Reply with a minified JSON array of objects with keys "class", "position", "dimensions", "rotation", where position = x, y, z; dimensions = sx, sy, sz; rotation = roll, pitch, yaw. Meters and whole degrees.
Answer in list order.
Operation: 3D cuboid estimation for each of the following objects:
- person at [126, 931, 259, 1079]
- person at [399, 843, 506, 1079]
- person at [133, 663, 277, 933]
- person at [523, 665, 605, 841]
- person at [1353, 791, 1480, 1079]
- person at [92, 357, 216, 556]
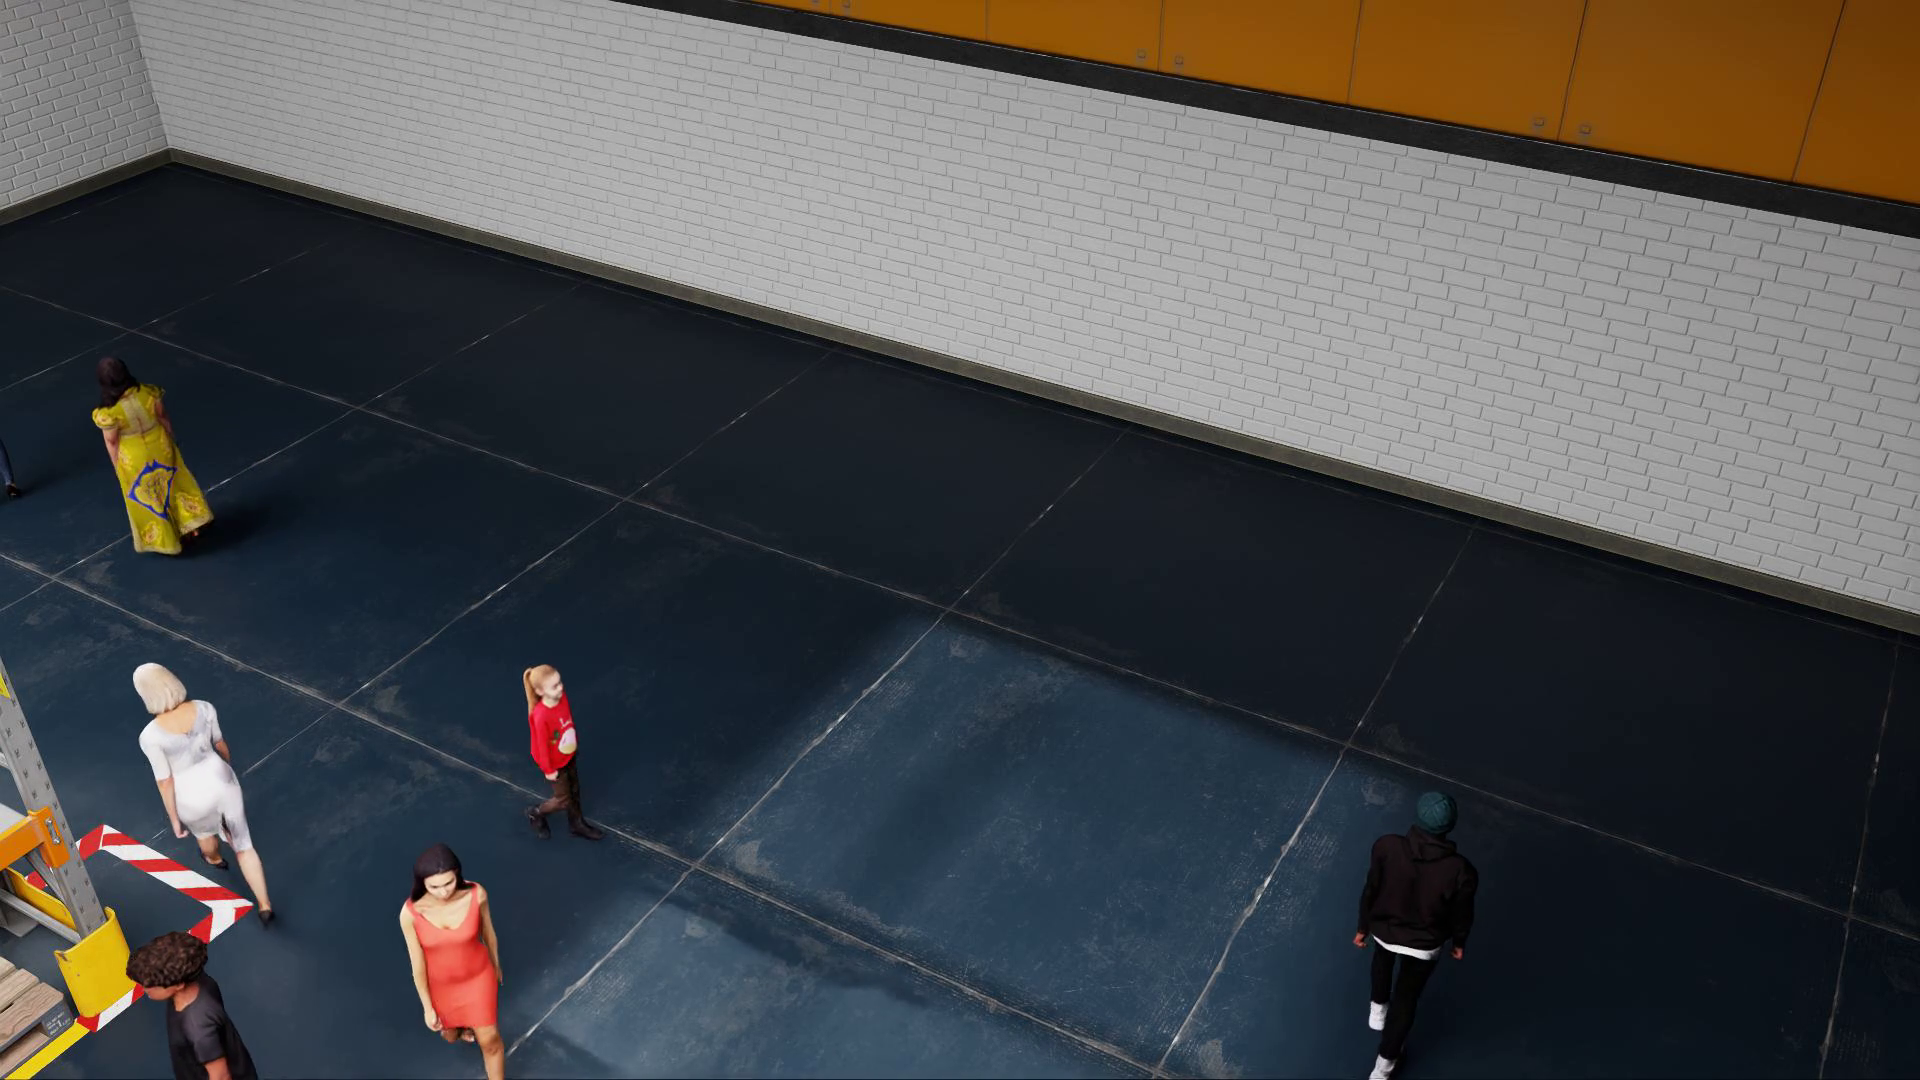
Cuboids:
[{"class":"person","position":[-3.327,2.424,7.566],"dimensions":[0.961,1.770,0.845],"rotation":[-21,39,-28]},{"class":"person","position":[-2.473,2.102,8.115],"dimensions":[1.009,1.698,0.990],"rotation":[-15,36,-21]},{"class":"person","position":[-4.091,1.454,9.093],"dimensions":[1.076,1.696,0.868],"rotation":[-27,42,-34]},{"class":"person","position":[-2.407,1.264,9.758],"dimensions":[0.649,1.277,0.665],"rotation":[9,35,13]},{"class":"person","position":[2.178,1.996,8.184],"dimensions":[0.674,1.798,0.863],"rotation":[18,38,25]},{"class":"person","position":[-5.924,-0.584,12.203],"dimensions":[0.832,1.647,0.821],"rotation":[23,40,30]}]
